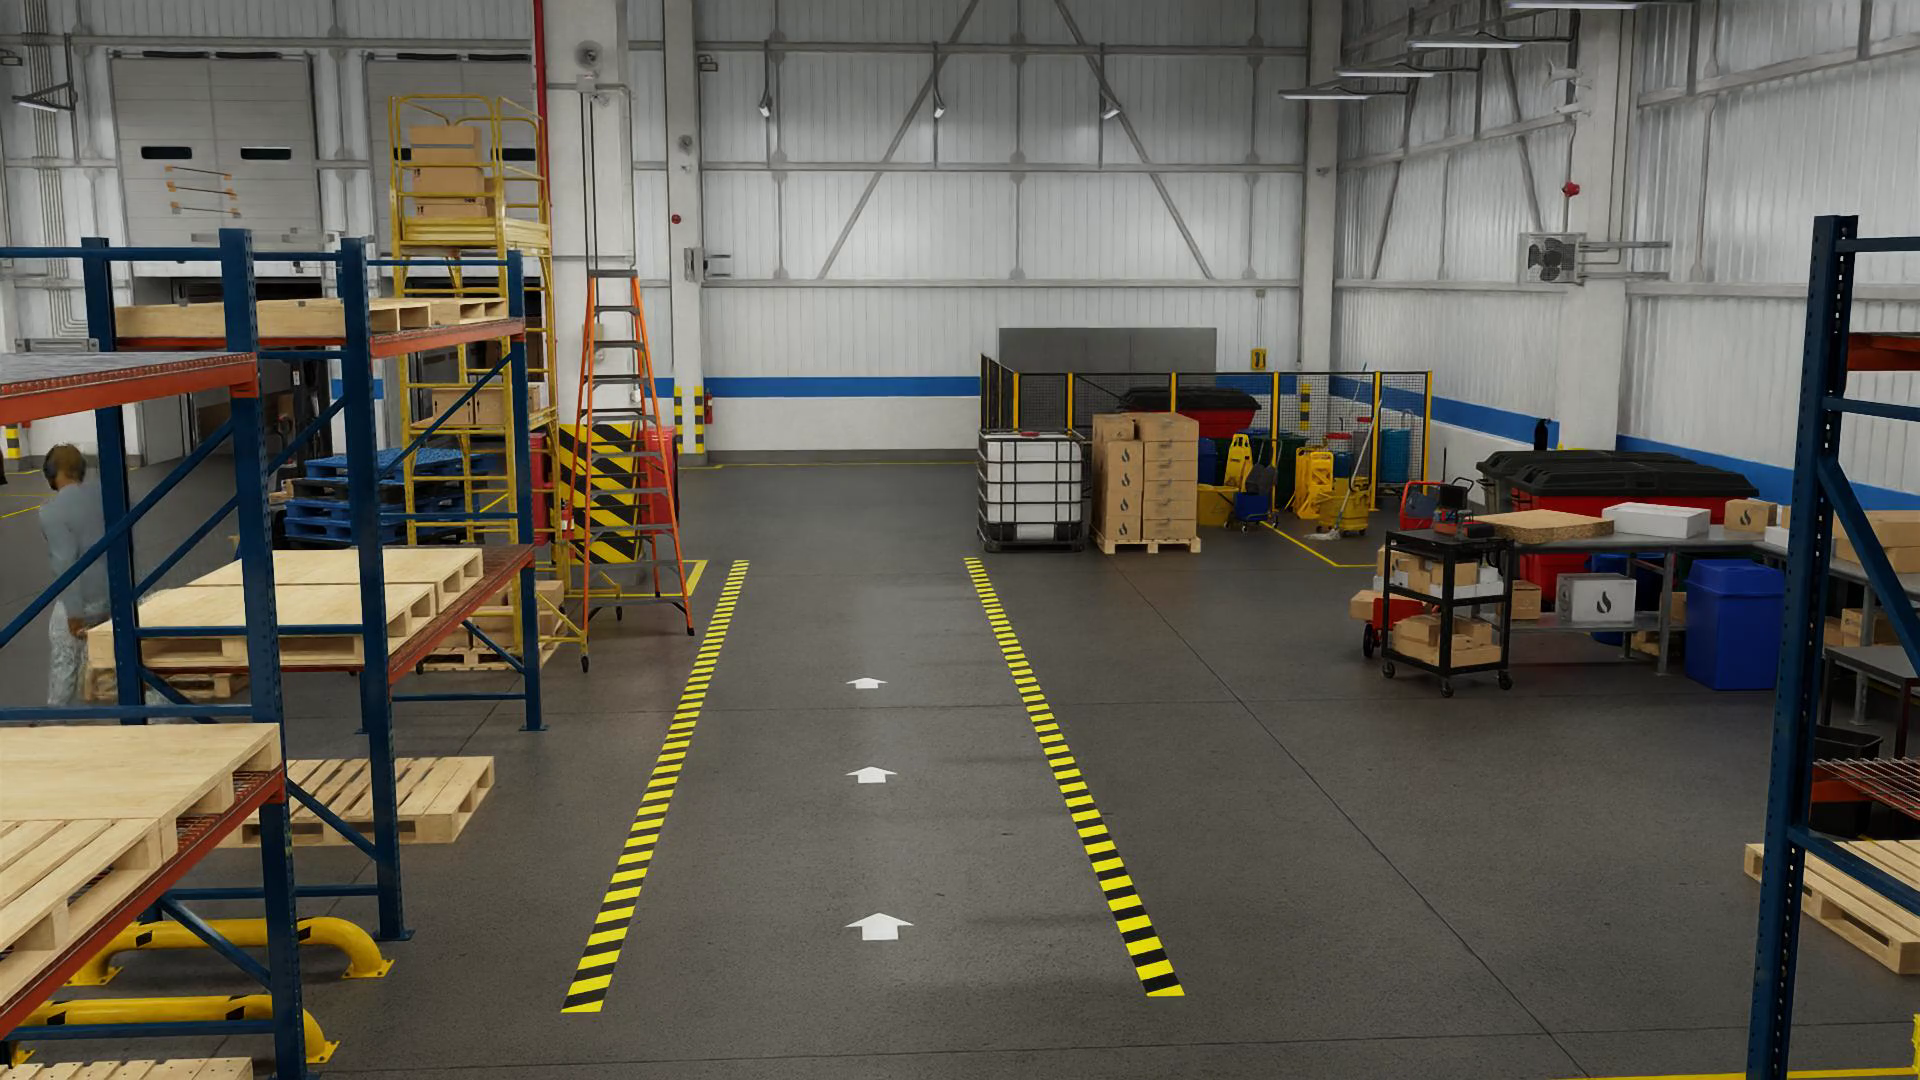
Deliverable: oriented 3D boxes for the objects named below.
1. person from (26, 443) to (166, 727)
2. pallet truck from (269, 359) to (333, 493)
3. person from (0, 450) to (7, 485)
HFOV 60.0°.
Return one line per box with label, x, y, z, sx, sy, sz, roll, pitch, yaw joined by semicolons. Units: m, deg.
person;-5.208;0.368;9.920;1.019;1.877;0.653;2;9;12
pallet truck;-7.062;-1.131;18.996;1.885;1.965;0.823;2;9;13
person;-13.391;-1.693;22.754;0.554;1.928;0.398;2;9;10
